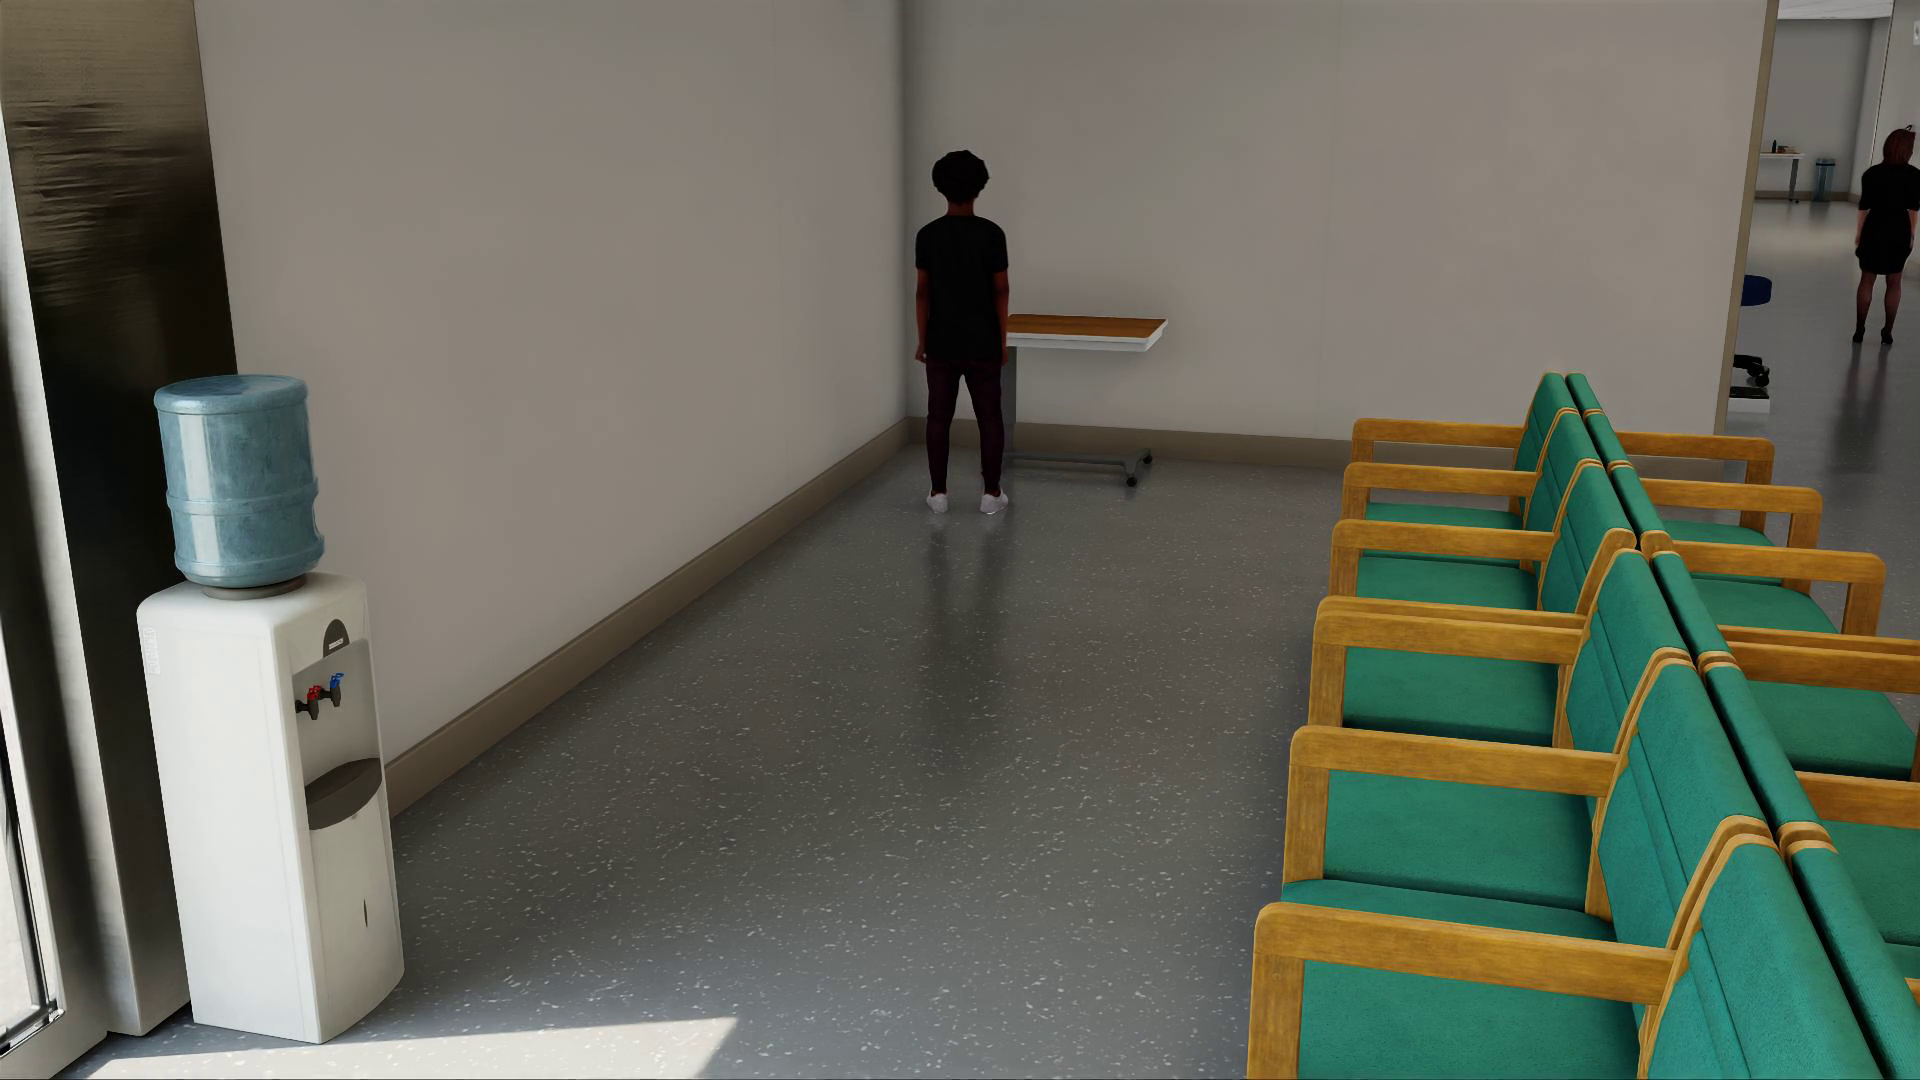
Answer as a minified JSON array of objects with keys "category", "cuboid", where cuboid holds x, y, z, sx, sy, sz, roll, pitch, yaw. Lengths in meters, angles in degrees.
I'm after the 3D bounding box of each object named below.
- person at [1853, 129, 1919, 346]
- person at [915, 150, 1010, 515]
[{"category":"person","cuboid":[7.459,-2.441,13.407,0.529,1.704,0.698,9,18,29]},{"category":"person","cuboid":[0.013,-1.021,8.222,0.575,1.784,0.728,1,16,4]}]
